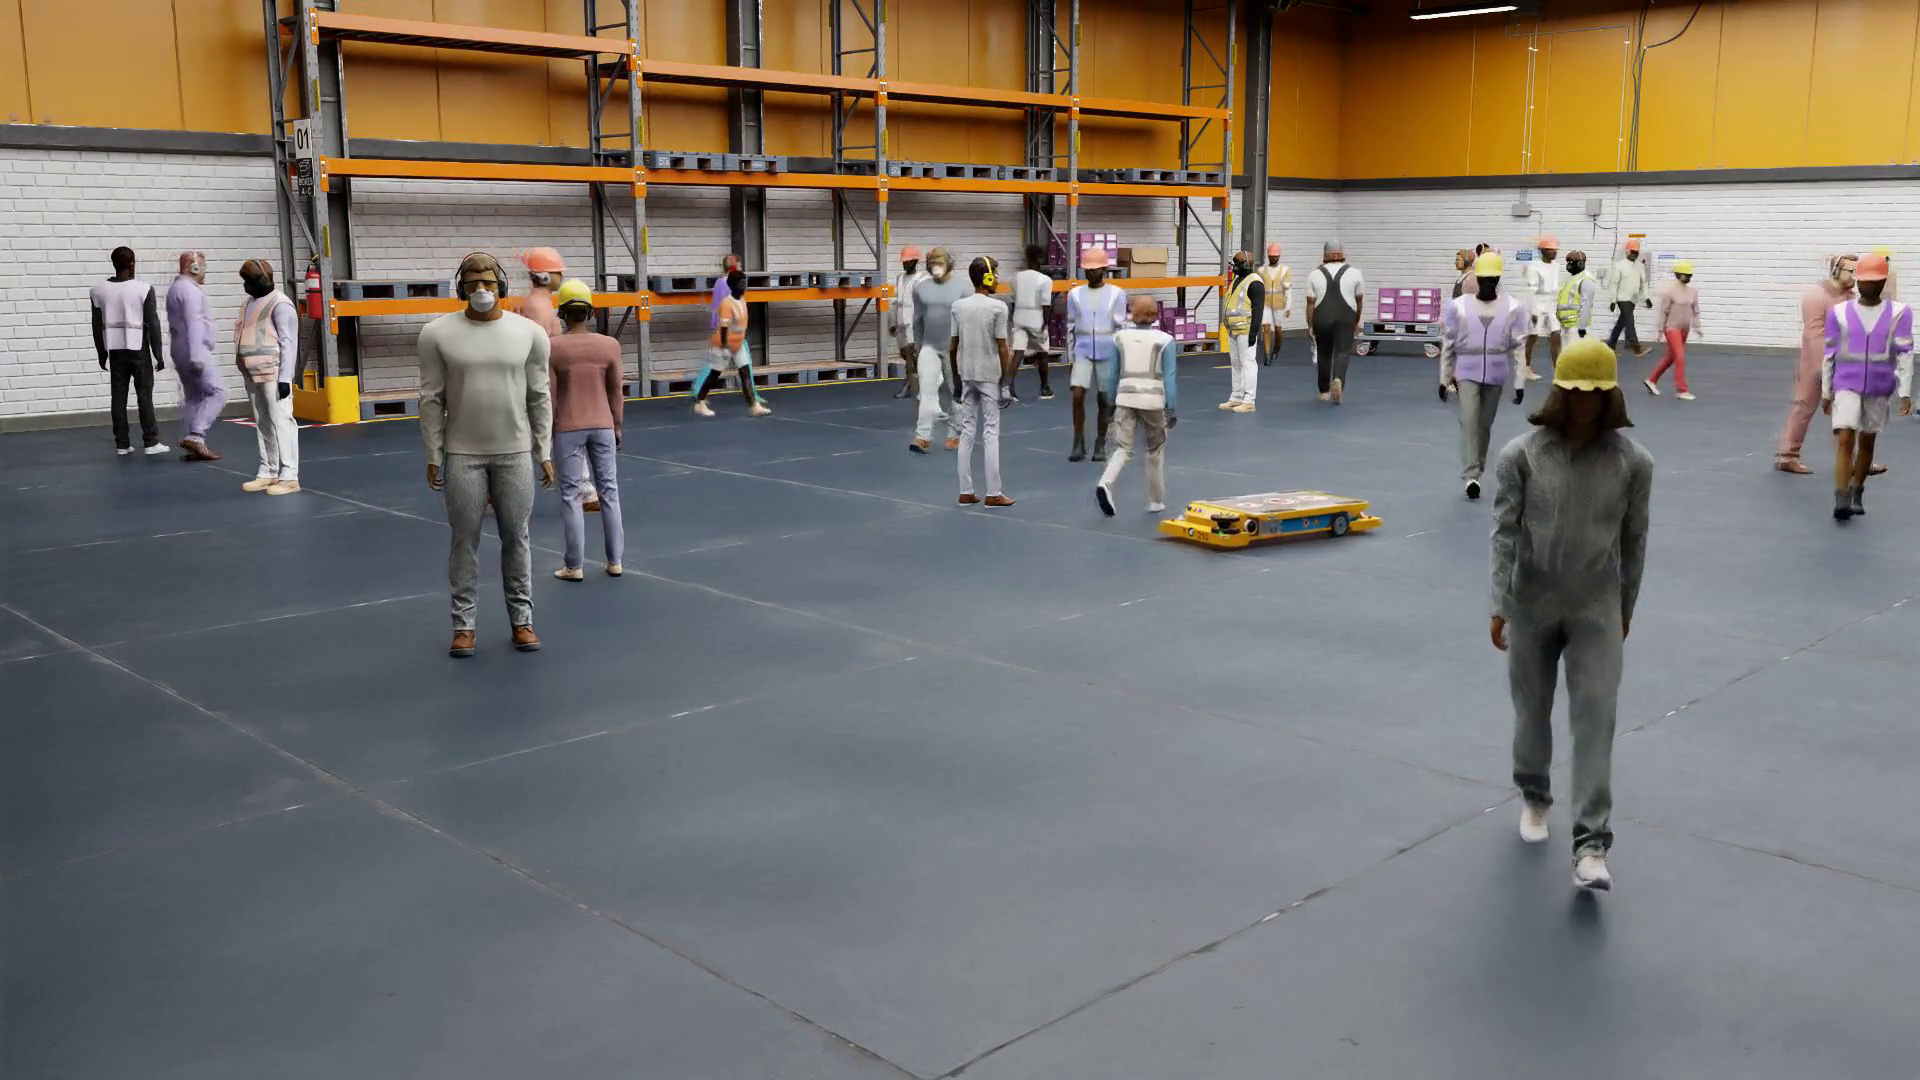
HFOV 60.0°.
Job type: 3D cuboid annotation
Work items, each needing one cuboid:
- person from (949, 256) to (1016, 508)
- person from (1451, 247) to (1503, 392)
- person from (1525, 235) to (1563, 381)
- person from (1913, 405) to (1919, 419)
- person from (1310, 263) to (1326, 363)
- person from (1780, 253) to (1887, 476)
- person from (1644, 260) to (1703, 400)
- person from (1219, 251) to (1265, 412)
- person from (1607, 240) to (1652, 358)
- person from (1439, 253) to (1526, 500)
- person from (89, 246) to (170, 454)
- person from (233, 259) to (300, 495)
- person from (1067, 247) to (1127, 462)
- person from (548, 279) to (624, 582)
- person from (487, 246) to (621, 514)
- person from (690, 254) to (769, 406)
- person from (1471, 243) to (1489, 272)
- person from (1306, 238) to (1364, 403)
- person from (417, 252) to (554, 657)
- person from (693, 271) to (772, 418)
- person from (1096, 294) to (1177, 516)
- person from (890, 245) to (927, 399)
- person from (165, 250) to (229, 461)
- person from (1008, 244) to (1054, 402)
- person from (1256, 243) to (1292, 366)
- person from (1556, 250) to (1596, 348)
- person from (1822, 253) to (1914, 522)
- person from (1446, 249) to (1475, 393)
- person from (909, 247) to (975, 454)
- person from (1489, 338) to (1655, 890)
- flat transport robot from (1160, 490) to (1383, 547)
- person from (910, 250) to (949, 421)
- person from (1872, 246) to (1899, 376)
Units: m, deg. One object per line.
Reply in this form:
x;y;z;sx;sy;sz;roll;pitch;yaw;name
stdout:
0.157;-1.170;12.408;0.513;1.866;0.331;7;12;33;person
6.390;-2.656;20.484;0.583;1.878;0.690;-1;10;-4;person
8.107;-3.155;22.818;0.644;2.009;0.908;-5;12;-27;person
10.619;-2.079;17.592;0.607;1.785;0.951;-8;13;-36;person
5.595;-3.470;25.619;0.519;1.619;0.585;1;10;4;person
7.353;-1.446;13.894;0.673;1.866;0.909;-5;12;-27;person
8.915;-2.637;20.778;0.524;1.727;0.870;-4;11;-23;person
3.239;-2.394;19.140;0.429;1.842;0.634;-3;11;-18;person
11.131;-3.991;27.597;0.612;1.935;1.058;-5;12;-27;person
4.031;-1.251;12.790;0.613;1.875;0.988;2;11;9;person
-7.686;-1.743;15.382;0.597;1.917;0.374;0;10;-2;person
-5.451;-1.276;13.062;0.621;1.838;0.419;8;13;38;person
1.200;-1.626;14.746;0.561;1.915;0.668;2;11;12;person
-2.228;-0.637;9.765;0.526;1.769;0.328;-6;12;-31;person
-3.044;-1.128;11.965;1.015;1.952;0.610;-5;11;-24;person
-2.772;-2.490;19.762;0.935;1.810;0.565;-8;13;-37;person
9.481;-4.459;30.325;0.329;1.872;0.510;-2;10;-8;person
4.516;-2.671;20.109;0.676;2.000;0.884;3;11;17;person
-2.278;-0.409;8.054;0.627;1.940;0.372;-4;11;-19;person
-2.566;-2.155;18.397;0.940;1.632;0.536;4;11;21;person
1.272;-0.958;11.962;0.552;1.607;0.710;5;12;27;person
-0.564;-2.737;20.841;0.553;1.910;0.799;10;14;42;person
-6.833;-1.636;14.891;0.435;1.882;0.668;-8;13;-36;person
0.848;-2.652;20.319;0.601;1.930;0.975;5;12;27;person
4.913;-3.694;26.068;0.546;1.913;0.775;2;11;13;person
7.684;-2.697;20.829;0.429;1.837;0.624;-1;10;-3;person
6.407;-1.069;11.776;0.567;1.883;0.977;5;11;24;person
6.454;-2.800;21.357;0.346;1.843;0.505;0;10;1;person
-0.189;-1.735;15.375;0.649;1.894;0.973;3;11;18;person
1.912;0.223;5.250;0.489;1.697;0.897;3;11;16;person
2.117;-0.162;11.257;1.431;0.197;0.652;-7;12;-32;flat transport robot
-0.318;-2.186;17.946;0.575;1.866;0.726;6;12;28;person
13.347;-3.323;24.142;1.037;1.869;0.605;9;14;41;person
